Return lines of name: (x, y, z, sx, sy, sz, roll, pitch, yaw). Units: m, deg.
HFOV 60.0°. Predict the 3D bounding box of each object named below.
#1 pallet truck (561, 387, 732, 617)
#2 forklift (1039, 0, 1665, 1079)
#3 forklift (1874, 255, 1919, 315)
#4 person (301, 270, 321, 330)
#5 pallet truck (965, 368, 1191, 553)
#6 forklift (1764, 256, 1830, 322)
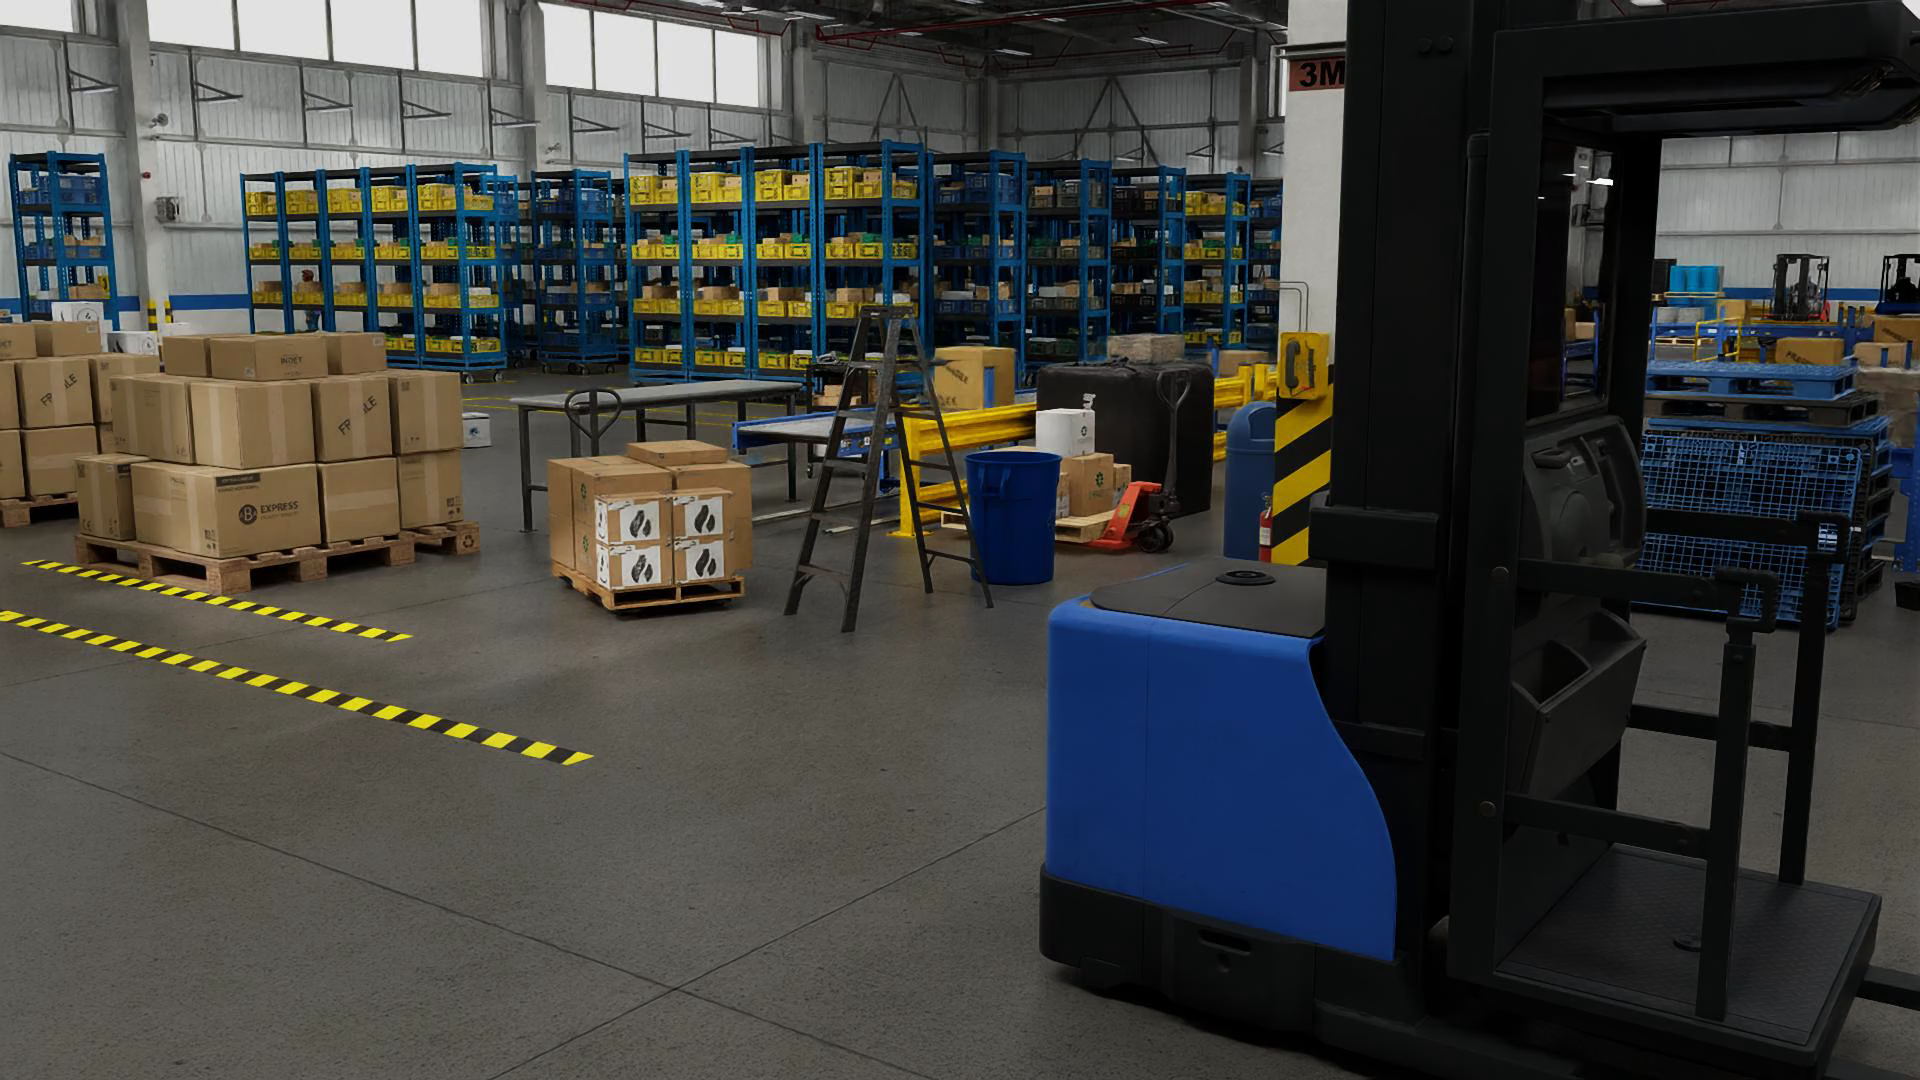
pallet truck: (-1.981, -0.274, 10.088, 0.680, 1.201, 1.601, -5, 11, -28)
forklift: (1.249, -0.137, 4.360, 1.873, 2.768, 1.129, 7, 12, 35)
forklift: (22.089, -5.634, 38.796, 1.157, 1.987, 2.680, 6, 11, 33)
person: (-13.240, -4.598, 34.002, 0.375, 1.843, 0.575, -1, 10, -8)
pallet truck: (0.845, -0.609, 11.869, 1.630, 1.274, 0.653, 7, 12, 35)
forklift: (20.253, -5.854, 40.139, 1.157, 1.987, 2.680, 7, 12, 35)
